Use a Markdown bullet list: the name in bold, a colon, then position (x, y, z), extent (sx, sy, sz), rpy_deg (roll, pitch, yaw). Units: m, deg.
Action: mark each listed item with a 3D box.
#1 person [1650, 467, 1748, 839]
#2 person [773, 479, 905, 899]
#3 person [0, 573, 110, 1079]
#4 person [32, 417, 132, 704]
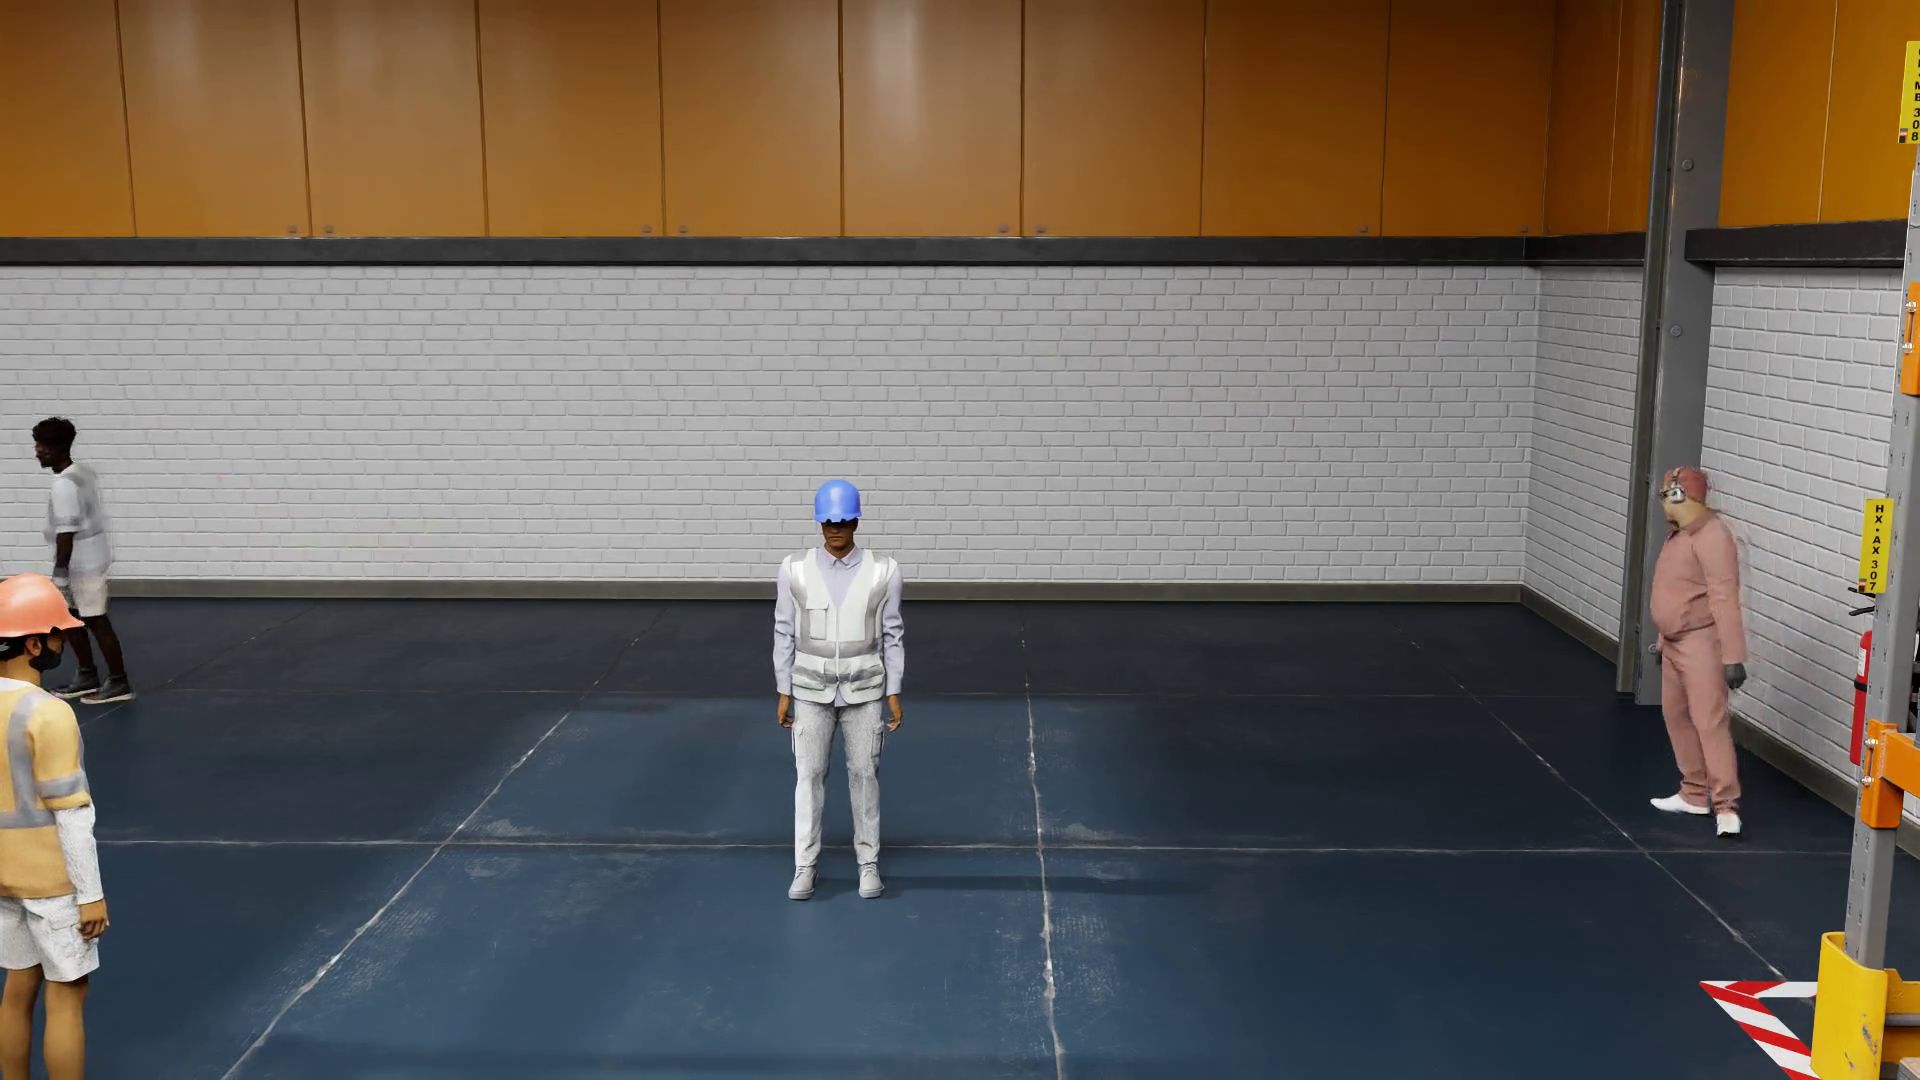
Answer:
- **person**: position (3.829, 0.569, 8.610), extent (0.463, 1.865, 0.794), rpy_deg (1, 9, 3)
- **person**: position (-0.555, 0.684, 7.648), extent (0.604, 1.949, 0.389), rpy_deg (0, 9, -2)
- **person**: position (-2.964, 1.066, 5.393), extent (0.552, 1.937, 0.356), rpy_deg (5, 11, 27)
- **person**: position (-5.788, 0.159, 10.893), extent (0.566, 1.913, 0.643), rpy_deg (-5, 11, -27)
